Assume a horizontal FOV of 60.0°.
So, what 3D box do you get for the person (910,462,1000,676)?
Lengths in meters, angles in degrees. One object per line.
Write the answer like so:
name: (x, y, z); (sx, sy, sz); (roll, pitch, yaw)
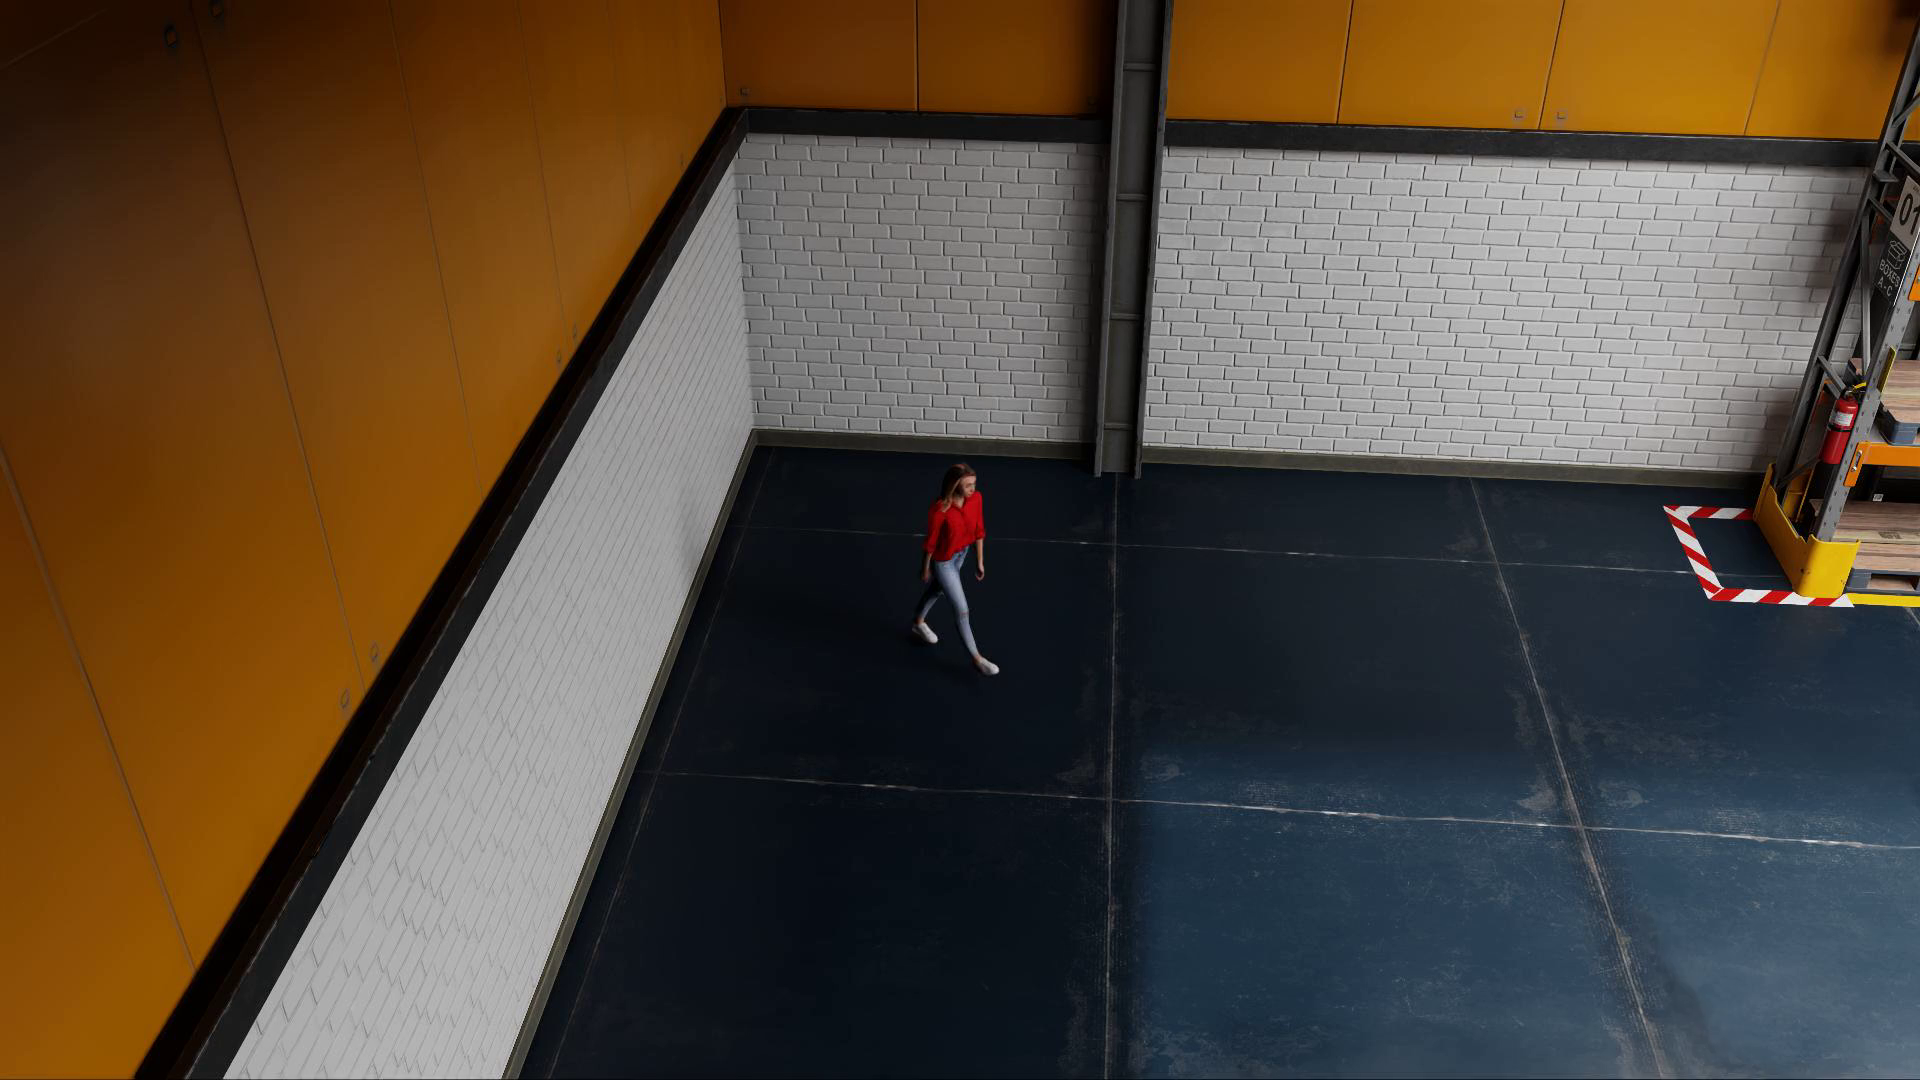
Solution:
person: (-0.124, 0.131, 11.682); (1.174, 1.648, 1.045); (28, 43, 35)
